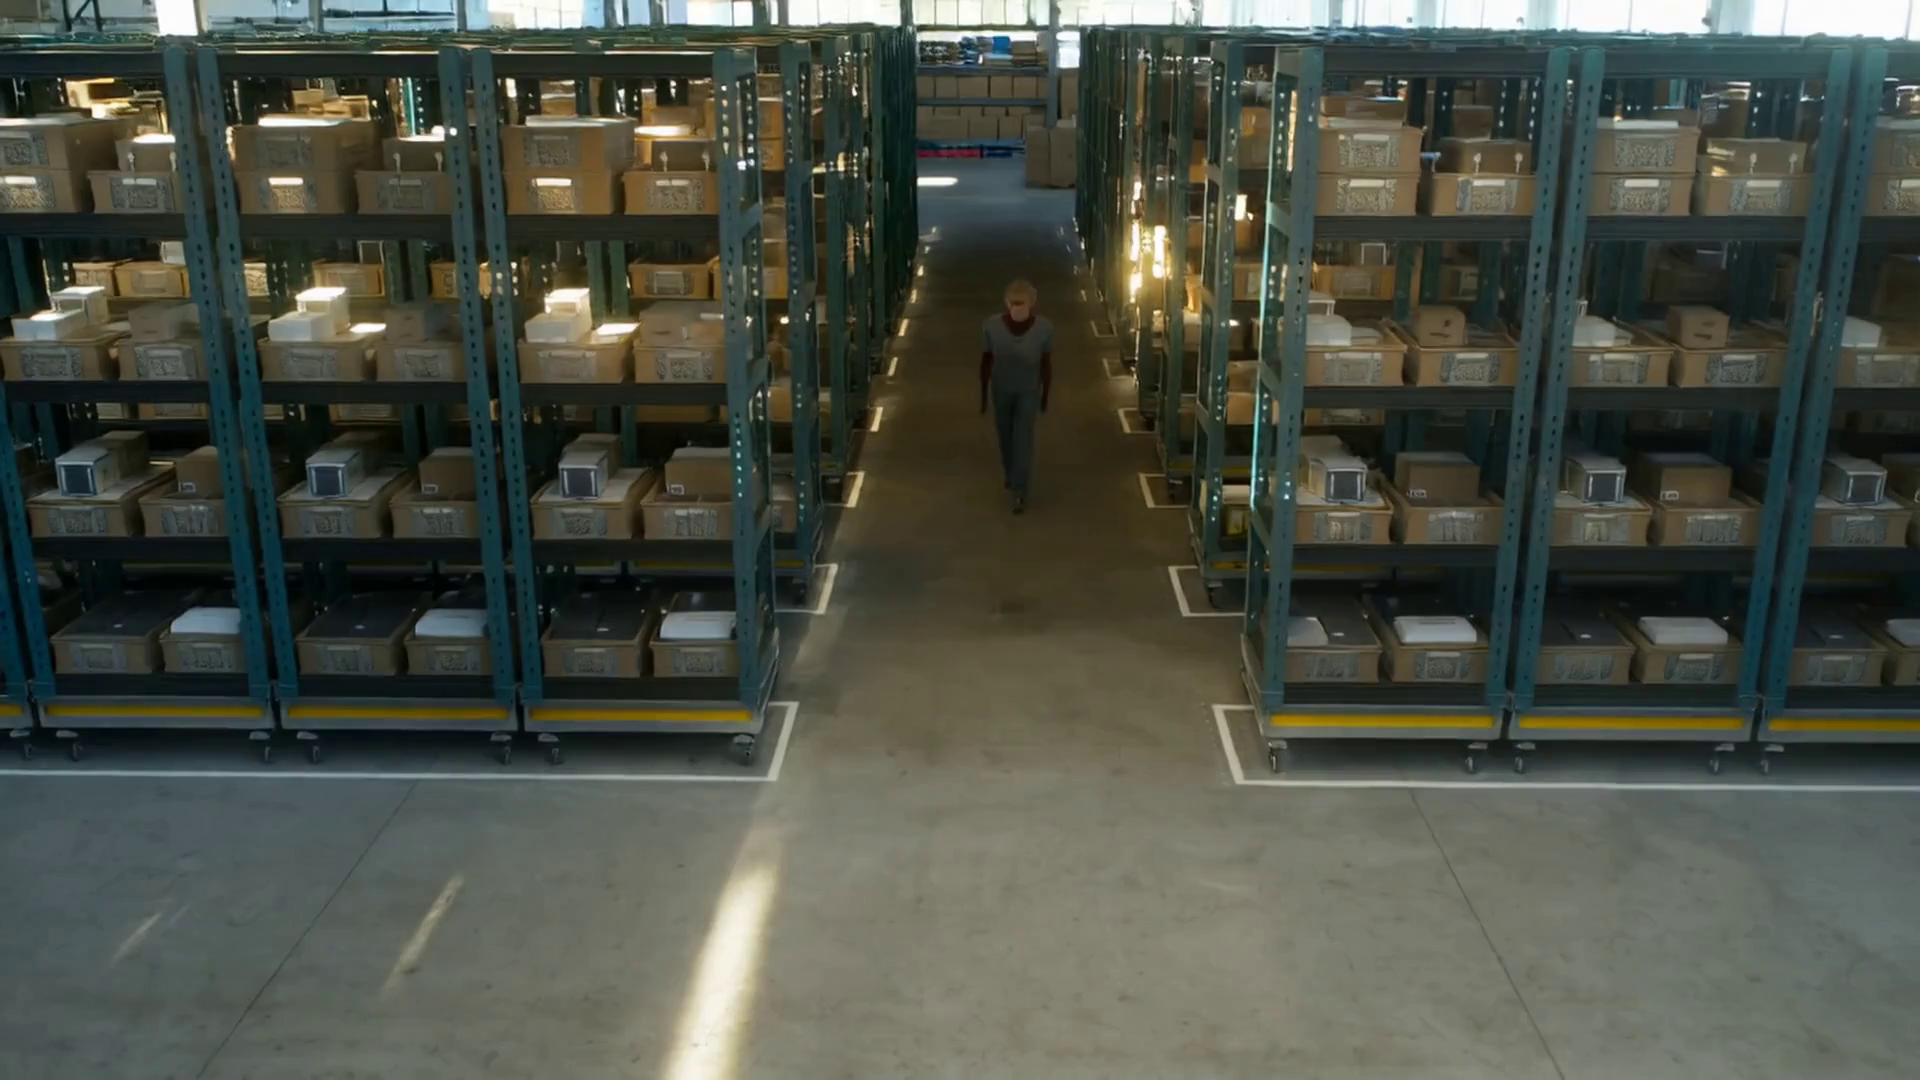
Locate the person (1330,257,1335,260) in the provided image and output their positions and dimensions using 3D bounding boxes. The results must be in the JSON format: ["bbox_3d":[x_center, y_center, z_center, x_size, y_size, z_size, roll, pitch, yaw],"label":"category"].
[{"bbox_3d":[4.084,-2.540,17.183,0.611,1.997,0.375,3,18,9],"label":"person"}]

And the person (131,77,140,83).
[{"bbox_3d":[-26.474,-13.946,53.518,0.644,2.002,0.996,6,19,19],"label":"person"}]

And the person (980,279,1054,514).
[{"bbox_3d":[0.454,-1.193,13.211,0.570,1.811,0.918,2,18,6],"label":"person"}]
